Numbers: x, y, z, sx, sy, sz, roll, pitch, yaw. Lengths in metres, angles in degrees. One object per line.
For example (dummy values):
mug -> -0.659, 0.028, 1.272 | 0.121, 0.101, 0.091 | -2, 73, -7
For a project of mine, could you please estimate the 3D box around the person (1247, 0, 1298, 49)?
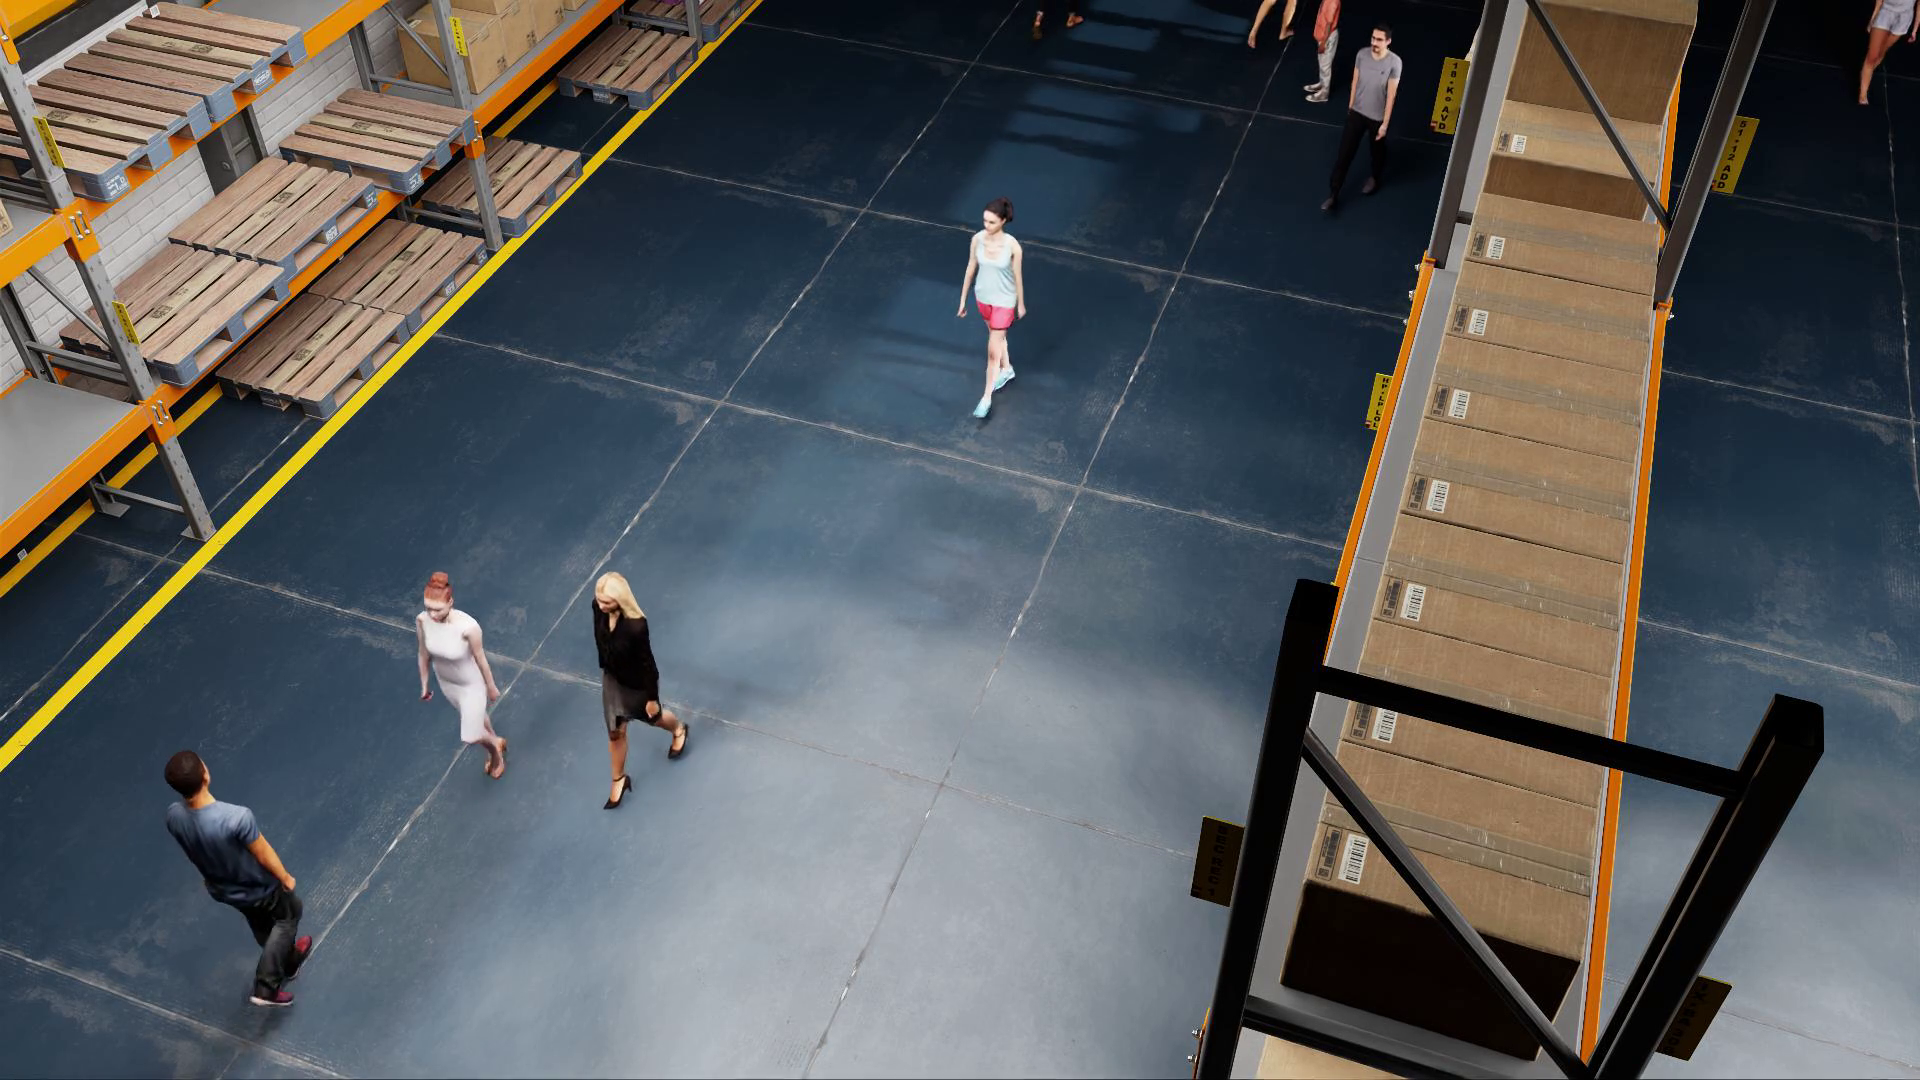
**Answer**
person -> 3.315, -5.843, 17.046 | 0.887, 1.708, 1.119 | 28, 50, 26

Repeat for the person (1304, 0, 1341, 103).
person -> 3.638, -4.987, 16.439 | 0.575, 1.307, 0.455 | 5, 44, 5

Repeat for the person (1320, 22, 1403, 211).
person -> 3.725, -3.837, 14.940 | 0.762, 1.709, 1.178 | 23, 48, 22

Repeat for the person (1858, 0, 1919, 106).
person -> 9.190, -5.156, 16.416 | 0.656, 1.581, 0.995 | 8, 44, 9

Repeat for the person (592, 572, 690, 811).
person -> -1.901, 0.825, 9.972 | 0.781, 1.811, 1.034 | 24, 49, 23

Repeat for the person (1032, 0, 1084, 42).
person -> 1.033, -6.038, 17.187 | 0.729, 1.795, 1.147 | 23, 48, 23

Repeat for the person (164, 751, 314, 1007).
person -> -3.870, 1.884, 8.884 | 0.787, 1.779, 0.879 | 11, 45, 12

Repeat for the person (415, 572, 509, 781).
person -> -2.930, 0.795, 10.024 | 0.596, 1.783, 0.631 | 18, 46, 18

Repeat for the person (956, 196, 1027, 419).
person -> 0.319, -1.883, 12.866 | 0.737, 1.740, 1.017 | 22, 48, 21
